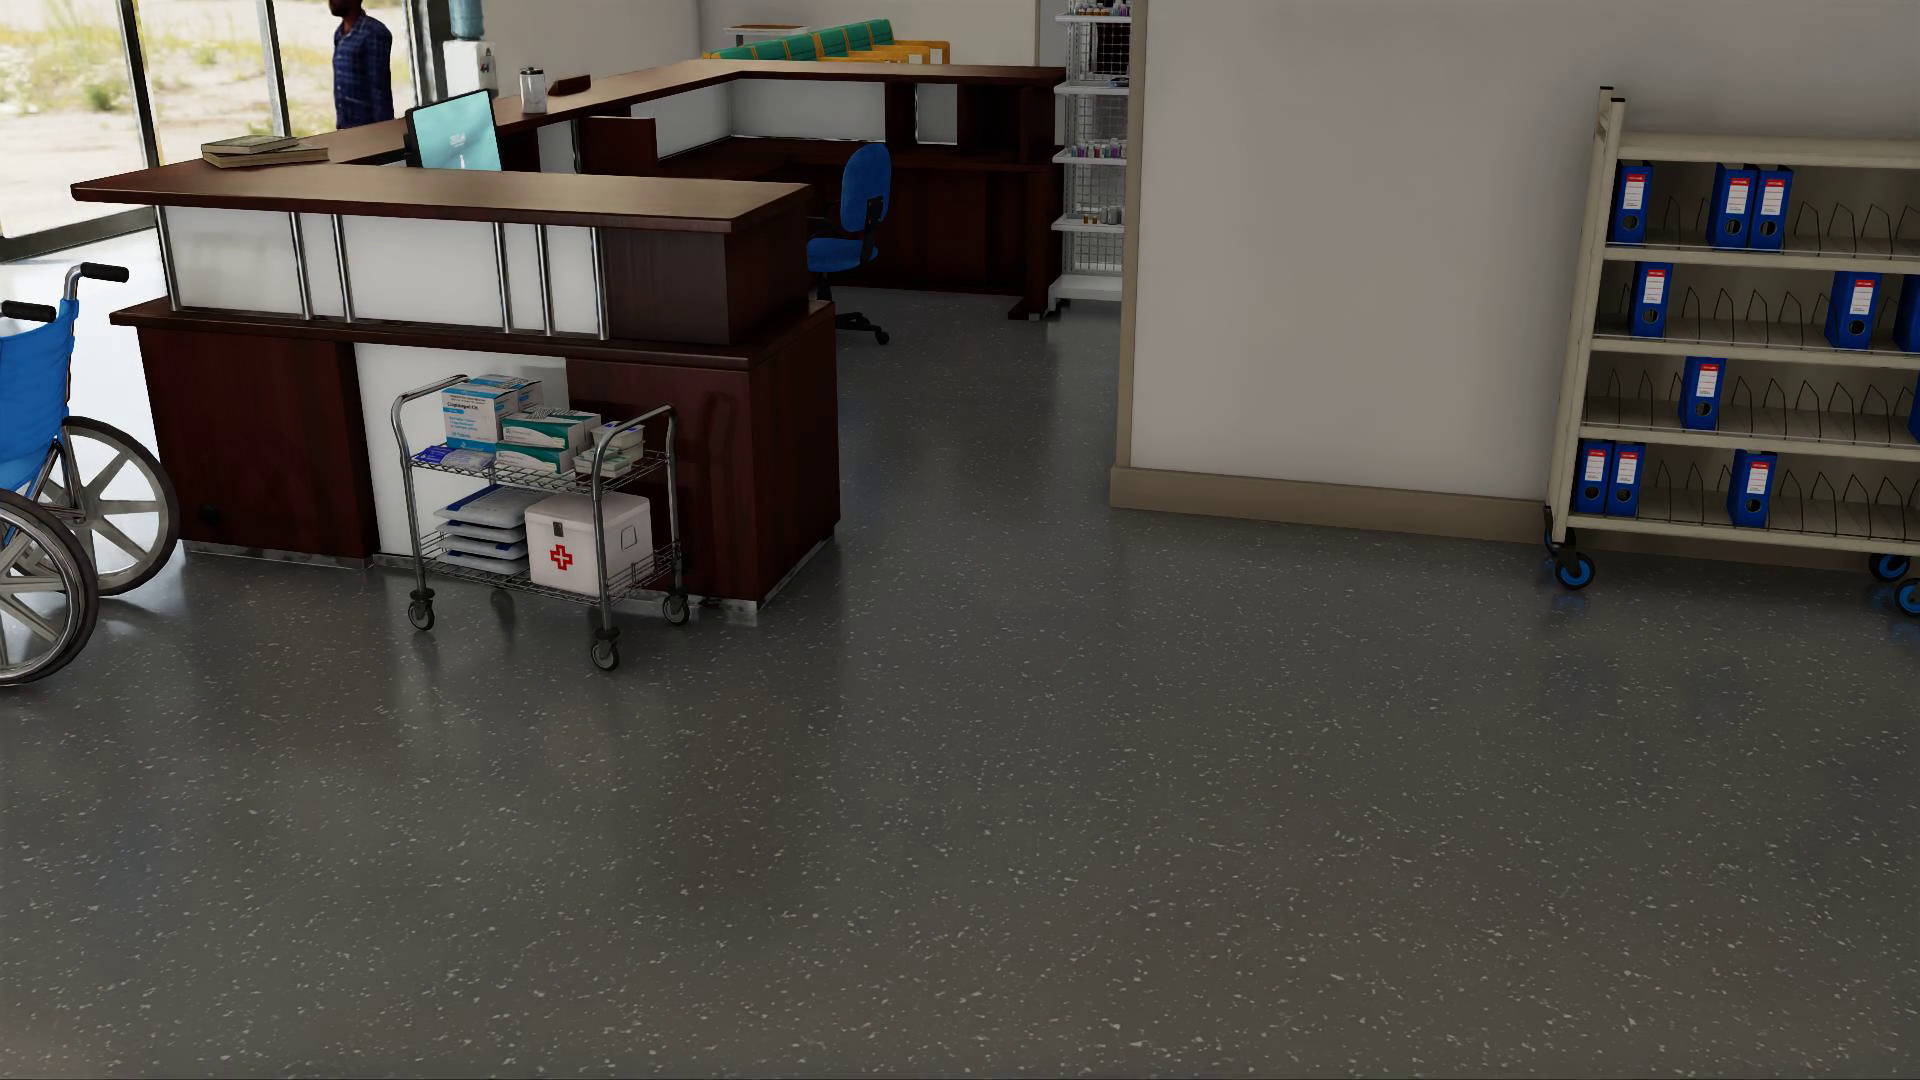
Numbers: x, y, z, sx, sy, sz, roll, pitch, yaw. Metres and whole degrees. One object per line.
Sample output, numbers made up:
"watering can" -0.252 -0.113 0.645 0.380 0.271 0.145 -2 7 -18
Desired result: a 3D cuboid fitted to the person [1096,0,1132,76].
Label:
"person" 2.043 -6.954 22.036 0.562 1.758 0.740 8 22 20
